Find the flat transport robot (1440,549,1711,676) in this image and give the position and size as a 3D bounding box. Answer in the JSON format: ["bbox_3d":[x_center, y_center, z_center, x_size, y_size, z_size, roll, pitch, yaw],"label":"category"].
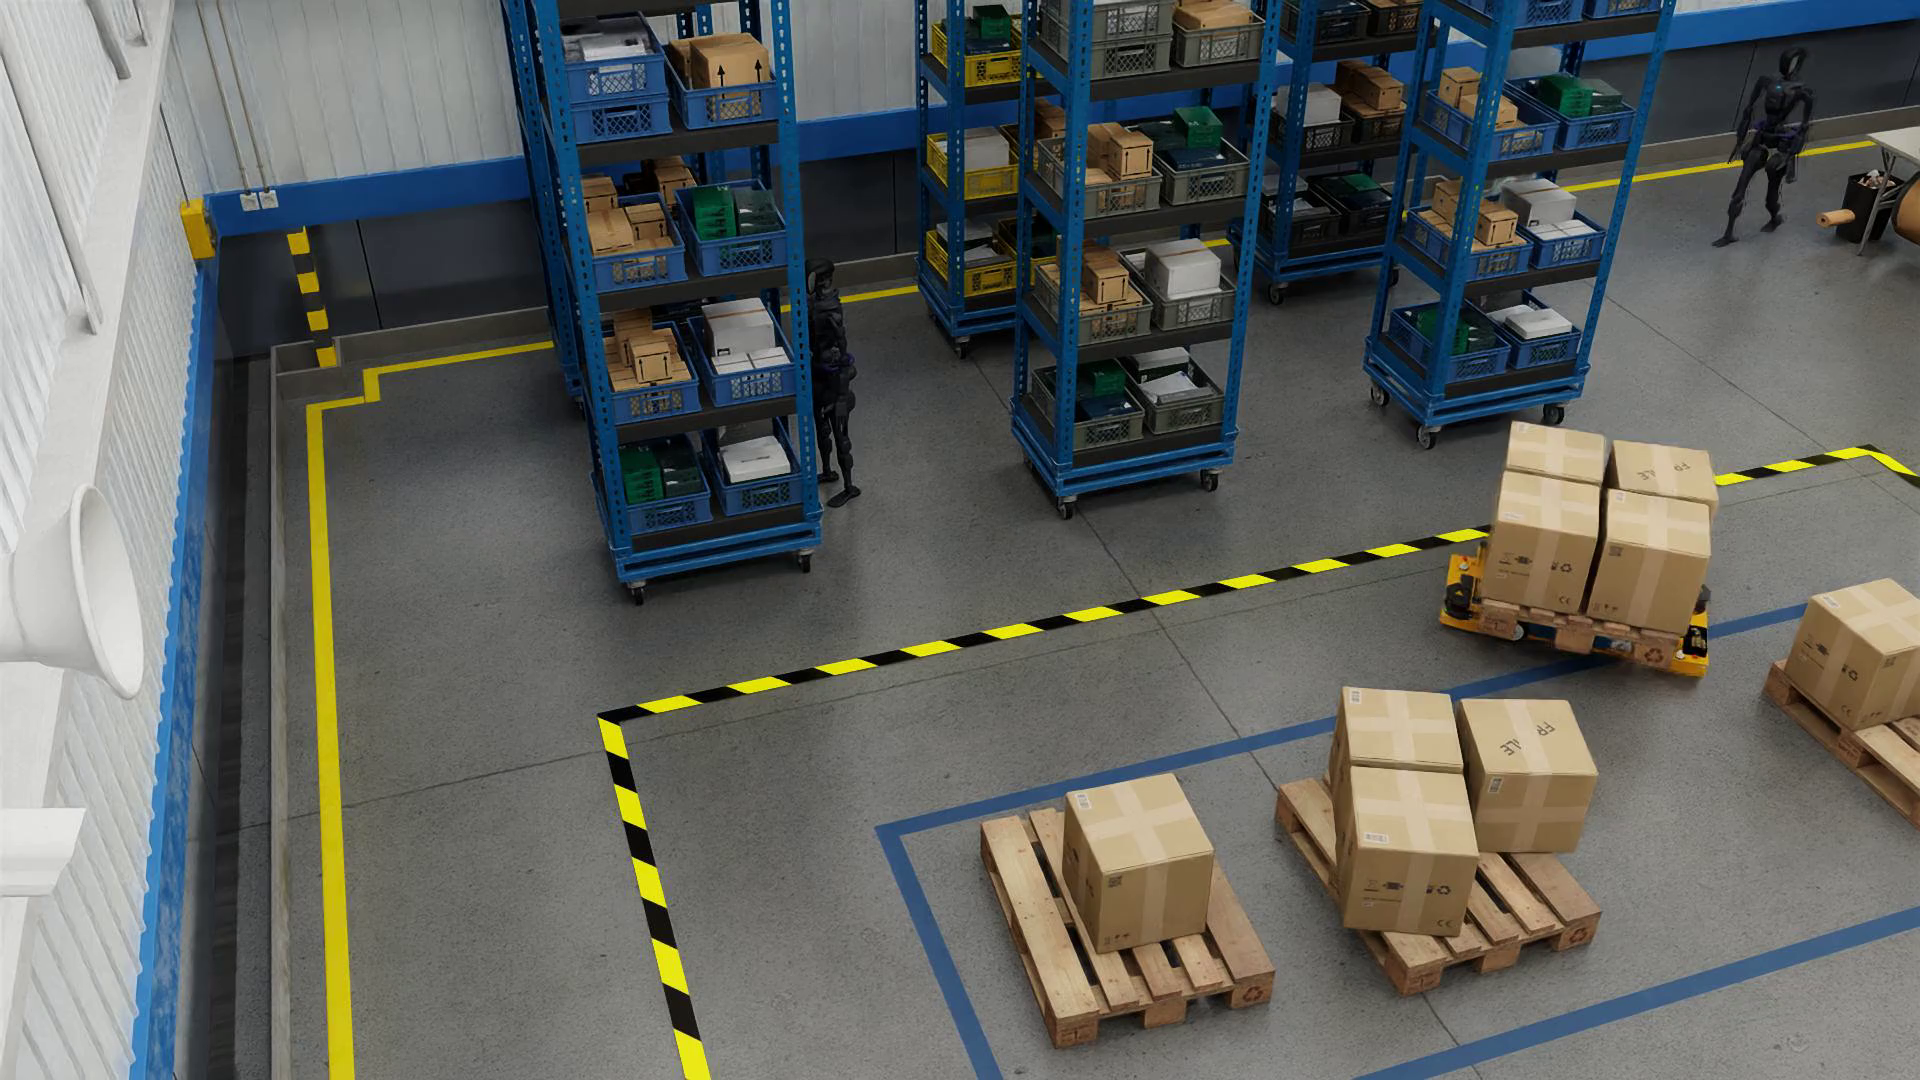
[{"bbox_3d":[3.519,0.364,9.515,1.431,0.197,0.652,11,37,15],"label":"flat transport robot"}]

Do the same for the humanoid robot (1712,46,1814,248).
[{"bbox_3d":[6.547,-3.166,13.373,0.743,1.650,0.589,-23,41,-29],"label":"humanoid robot"}]

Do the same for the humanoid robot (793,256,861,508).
[{"bbox_3d":[-0.824,-0.974,10.201,0.315,1.657,0.599,-21,40,-27],"label":"humanoid robot"}]

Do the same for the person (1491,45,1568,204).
[{"bbox_3d":[4.531,-3.310,13.335,0.667,1.901,0.692,17,38,22],"label":"person"}]
